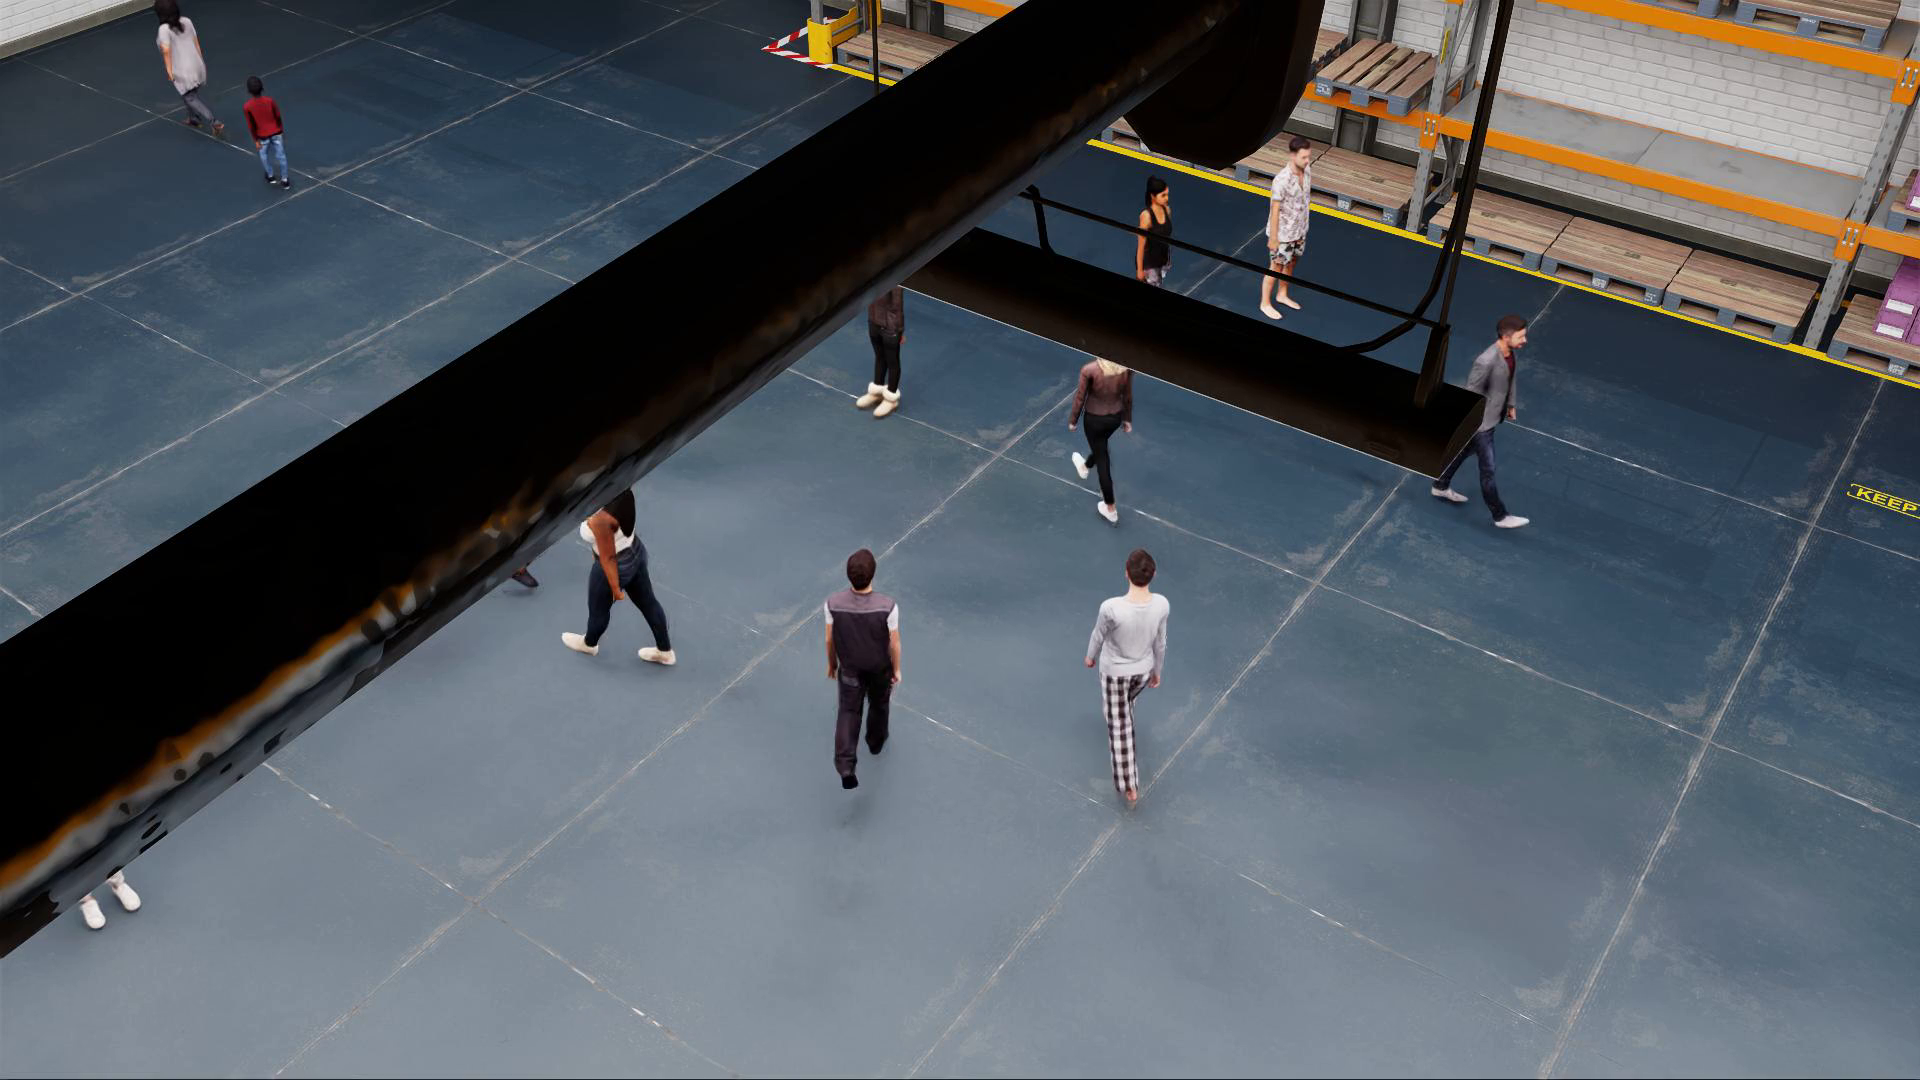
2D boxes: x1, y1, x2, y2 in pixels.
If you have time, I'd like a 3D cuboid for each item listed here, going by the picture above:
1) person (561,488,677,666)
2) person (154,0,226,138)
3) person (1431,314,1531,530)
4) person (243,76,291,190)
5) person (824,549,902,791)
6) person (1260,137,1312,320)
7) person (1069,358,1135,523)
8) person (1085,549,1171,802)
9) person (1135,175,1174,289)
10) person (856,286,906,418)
[{"bbox_3d":[-2.303,0.206,11.755,1.133,1.772,0.795,13,40,16],"label":"person"},{"bbox_3d":[-8.742,-5.350,18.860,1.036,1.587,0.765,14,41,17],"label":"person"},{"bbox_3d":[4.083,-1.004,13.222,1.099,1.833,0.731,26,45,29],"label":"person"},{"bbox_3d":[-7.429,-4.361,17.897,0.628,1.245,0.706,-19,42,-22],"label":"person"},{"bbox_3d":[-0.635,0.863,10.887,1.071,1.829,1.005,5,39,6],"label":"person"},{"bbox_3d":[3.084,-2.975,15.707,0.712,1.811,0.636,-31,48,-33],"label":"person"},{"bbox_3d":[1.167,-0.887,13.219,0.986,1.653,1.174,-16,41,-19],"label":"person"},{"bbox_3d":[1.105,0.905,10.855,1.088,1.804,1.208,-9,40,-11],"label":"person"},{"bbox_3d":[1.709,-2.593,15.353,0.593,1.655,0.606,27,46,30],"label":"person"},{"bbox_3d":[-0.645,-1.876,14.449,0.621,1.663,0.685,7,39,9],"label":"person"}]
